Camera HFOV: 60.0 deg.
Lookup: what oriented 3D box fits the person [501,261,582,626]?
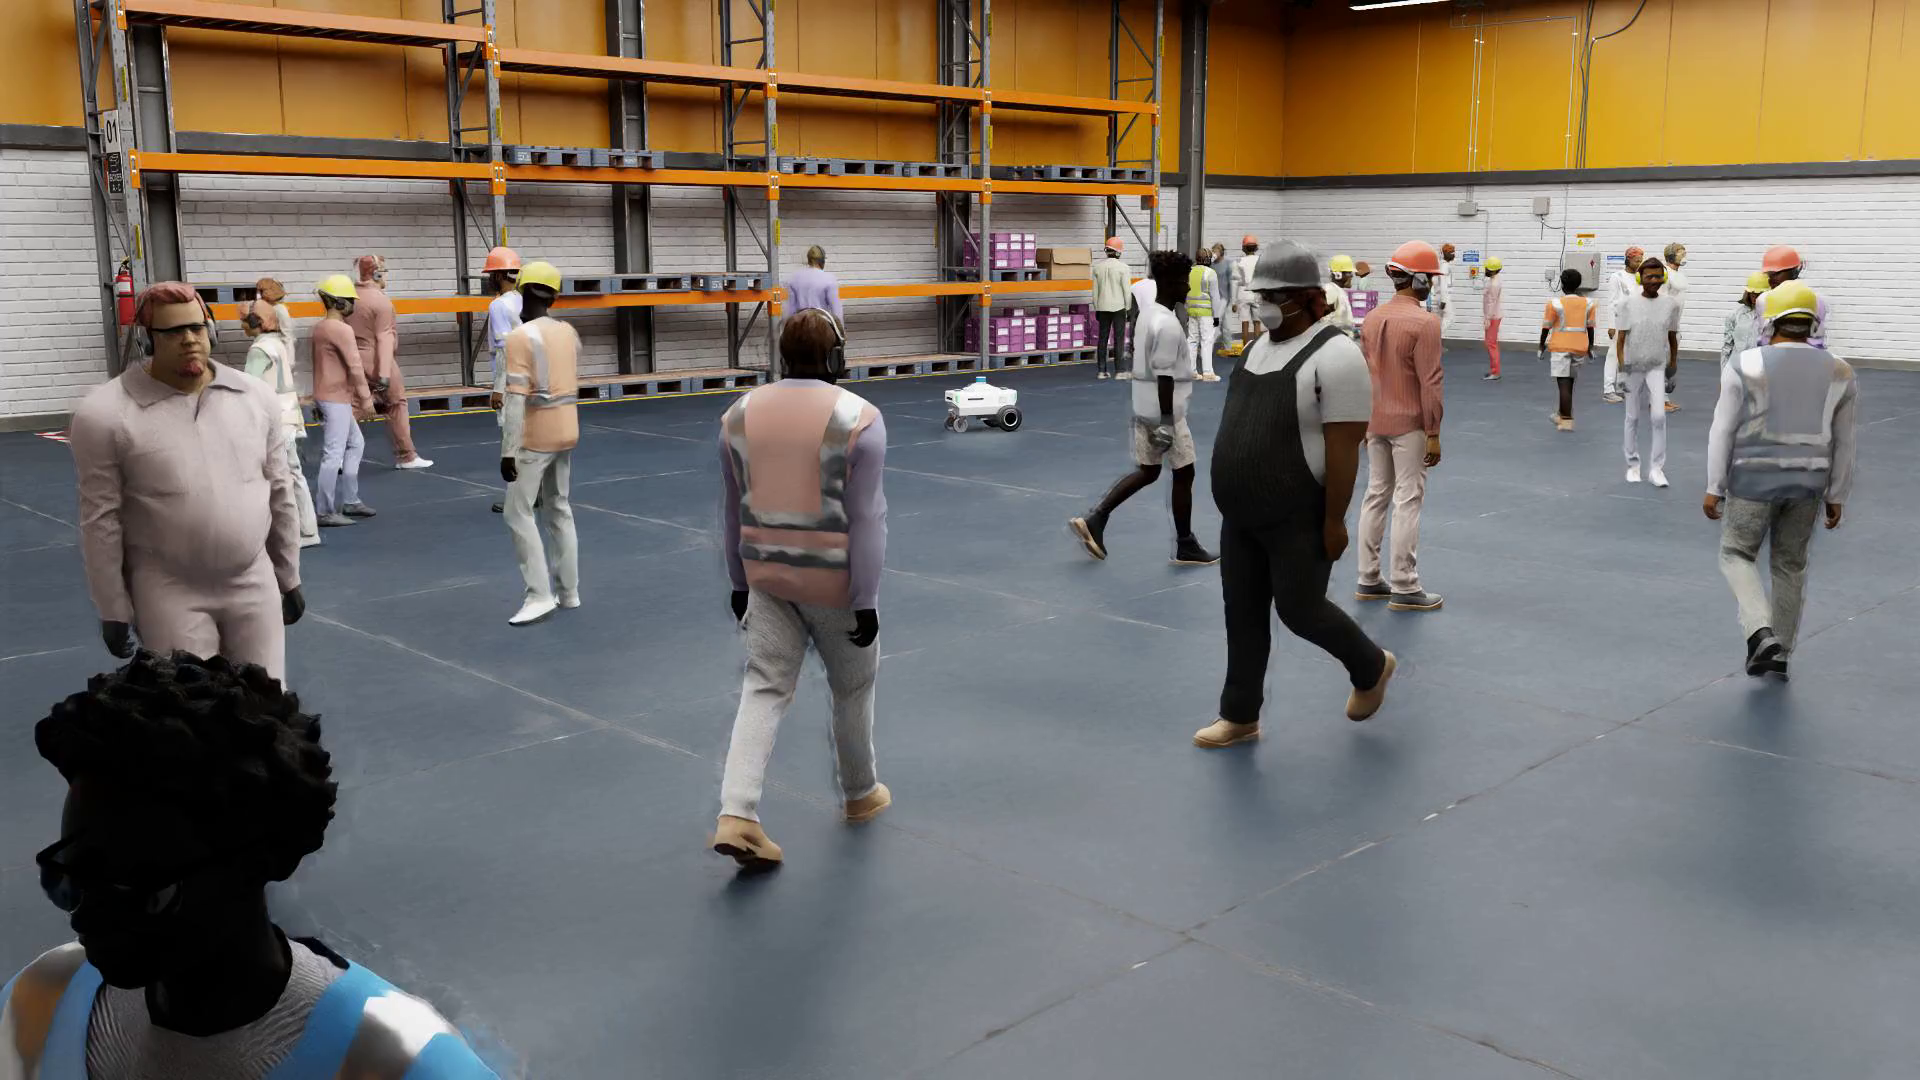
[{"bbox_3d":[-2.239,-0.513,8.845,0.372,1.898,0.757,4,11,20],"label":"person"}]

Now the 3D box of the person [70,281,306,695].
[{"bbox_3d":[-2.427,0.127,5.270,0.648,1.884,0.656,10,14,43],"label":"person"}]

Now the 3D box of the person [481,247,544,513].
[{"bbox_3d":[-3.294,-1.164,12.176,0.373,1.934,0.551,2,11,12],"label":"person"}]

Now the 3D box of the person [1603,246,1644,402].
[{"bbox_3d":[8.122,-2.627,20.292,0.574,1.886,0.358,-6,12,-28],"label":"person"}]

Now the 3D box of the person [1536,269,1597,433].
[{"bbox_3d":[6.264,-1.976,17.313,0.557,1.660,0.794,-1,10,-7],"label":"person"}]

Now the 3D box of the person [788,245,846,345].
[{"bbox_3d":[-1.571,-2.398,19.007,0.647,1.892,0.978,7,12,33],"label":"person"}]

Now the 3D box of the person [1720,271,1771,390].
[{"bbox_3d":[6.487,-1.330,13.634,0.484,1.735,0.311,5,12,27],"label":"person"}]

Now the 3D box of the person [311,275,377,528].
[{"bbox_3d":[-4.284,-0.966,11.629,0.632,1.746,0.545,-8,13,-38],"label":"person"}]

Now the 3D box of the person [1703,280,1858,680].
[{"bbox_3d":[3.687,-0.247,7.484,0.623,1.824,0.541,1,10,4],"label":"person"}]

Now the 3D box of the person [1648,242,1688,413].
[{"bbox_3d":[8.136,-2.434,19.094,0.372,1.940,0.632,8,13,37],"label":"person"}]

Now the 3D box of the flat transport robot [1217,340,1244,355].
[{"bbox_3d":[4.921,-3.280,28.257,0.652,0.197,1.431,5,12,27],"label":"flat transport robot"}]

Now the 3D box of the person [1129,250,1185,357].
[{"bbox_3d":[2.102,-2.156,17.785,0.595,1.876,0.962,1,10,7],"label":"person"}]

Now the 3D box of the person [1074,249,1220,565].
[{"bbox_3d":[1.173,-0.794,10.136,0.850,1.943,0.610,-2,11,-11],"label":"person"}]

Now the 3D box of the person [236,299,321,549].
[{"bbox_3d":[-4.507,-0.723,10.671,0.741,1.608,0.531,-3,11,-15],"label":"person"}]

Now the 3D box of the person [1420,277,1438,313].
[{"bbox_3d":[7.843,-3.905,27.928,0.312,1.642,0.512,2,11,11],"label":"person"}]

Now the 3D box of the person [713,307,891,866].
[{"bbox_3d":[-0.542,0.148,5.441,0.632,1.805,0.936,4,11,22],"label":"person"}]

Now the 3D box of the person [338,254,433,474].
[{"bbox_3d":[-5.033,-1.490,14.158,0.642,1.871,0.957,7,12,32],"label":"person"}]

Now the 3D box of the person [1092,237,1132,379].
[{"bbox_3d":[2.160,-3.265,23.471,0.609,1.996,0.379,7,13,34],"label":"person"}]

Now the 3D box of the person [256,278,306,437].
[{"bbox_3d":[-6.836,-1.765,16.377,0.777,1.599,0.516,-9,14,-42],"label":"person"}]

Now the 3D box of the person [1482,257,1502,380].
[{"bbox_3d":[7.449,-3.099,23.323,0.319,1.730,0.654,3,11,17],"label":"person"}]

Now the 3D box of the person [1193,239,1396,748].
[{"bbox_3d":[1.338,-0.186,6.558,0.768,2.000,0.689,-6,12,-28],"label":"person"}]

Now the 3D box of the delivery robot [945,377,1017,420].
[{"bbox_3d":[0.215,-1.451,17.257,0.707,0.478,0.477,-4,11,-20],"label":"delivery robot"}]

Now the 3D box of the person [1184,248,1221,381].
[{"bbox_3d":[3.384,-3.132,23.170,0.429,1.844,0.627,-8,13,-39],"label":"person"}]

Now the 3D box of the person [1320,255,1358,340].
[{"bbox_3d":[4.007,-2.052,17.343,0.639,1.810,0.627,4,11,20],"label":"person"}]

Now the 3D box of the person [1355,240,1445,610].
[{"bbox_3d":[2.413,-0.619,9.049,0.396,1.989,0.624,-5,11,-24],"label":"person"}]

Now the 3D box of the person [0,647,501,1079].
[{"bbox_3d":[-0.642,0.912,1.532,0.551,1.684,0.380,4,11,19],"label":"person"}]

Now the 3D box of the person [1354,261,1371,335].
[{"bbox_3d":[6.811,-3.848,27.752,0.803,1.593,0.497,4,11,21],"label":"person"}]

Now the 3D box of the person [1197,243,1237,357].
[{"bbox_3d":[4.191,-3.927,27.379,1.030,1.880,0.647,-7,13,-34],"label":"person"}]

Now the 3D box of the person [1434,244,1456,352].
[{"bbox_3d":[8.330,-4.152,28.624,0.412,1.874,0.640,1,10,3],"label":"person"}]

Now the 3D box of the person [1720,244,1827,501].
[{"bbox_3d":[6.347,-1.261,12.658,1.042,1.980,0.618,-4,11,-23],"label":"person"}]

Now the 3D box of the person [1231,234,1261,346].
[{"bbox_3d":[4.608,-3.839,26.479,0.618,2.031,0.418,0,10,0],"label":"person"}]

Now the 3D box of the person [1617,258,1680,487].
[{"bbox_3d":[5.555,-1.347,13.444,0.515,1.836,0.767,3,11,15],"label":"person"}]
